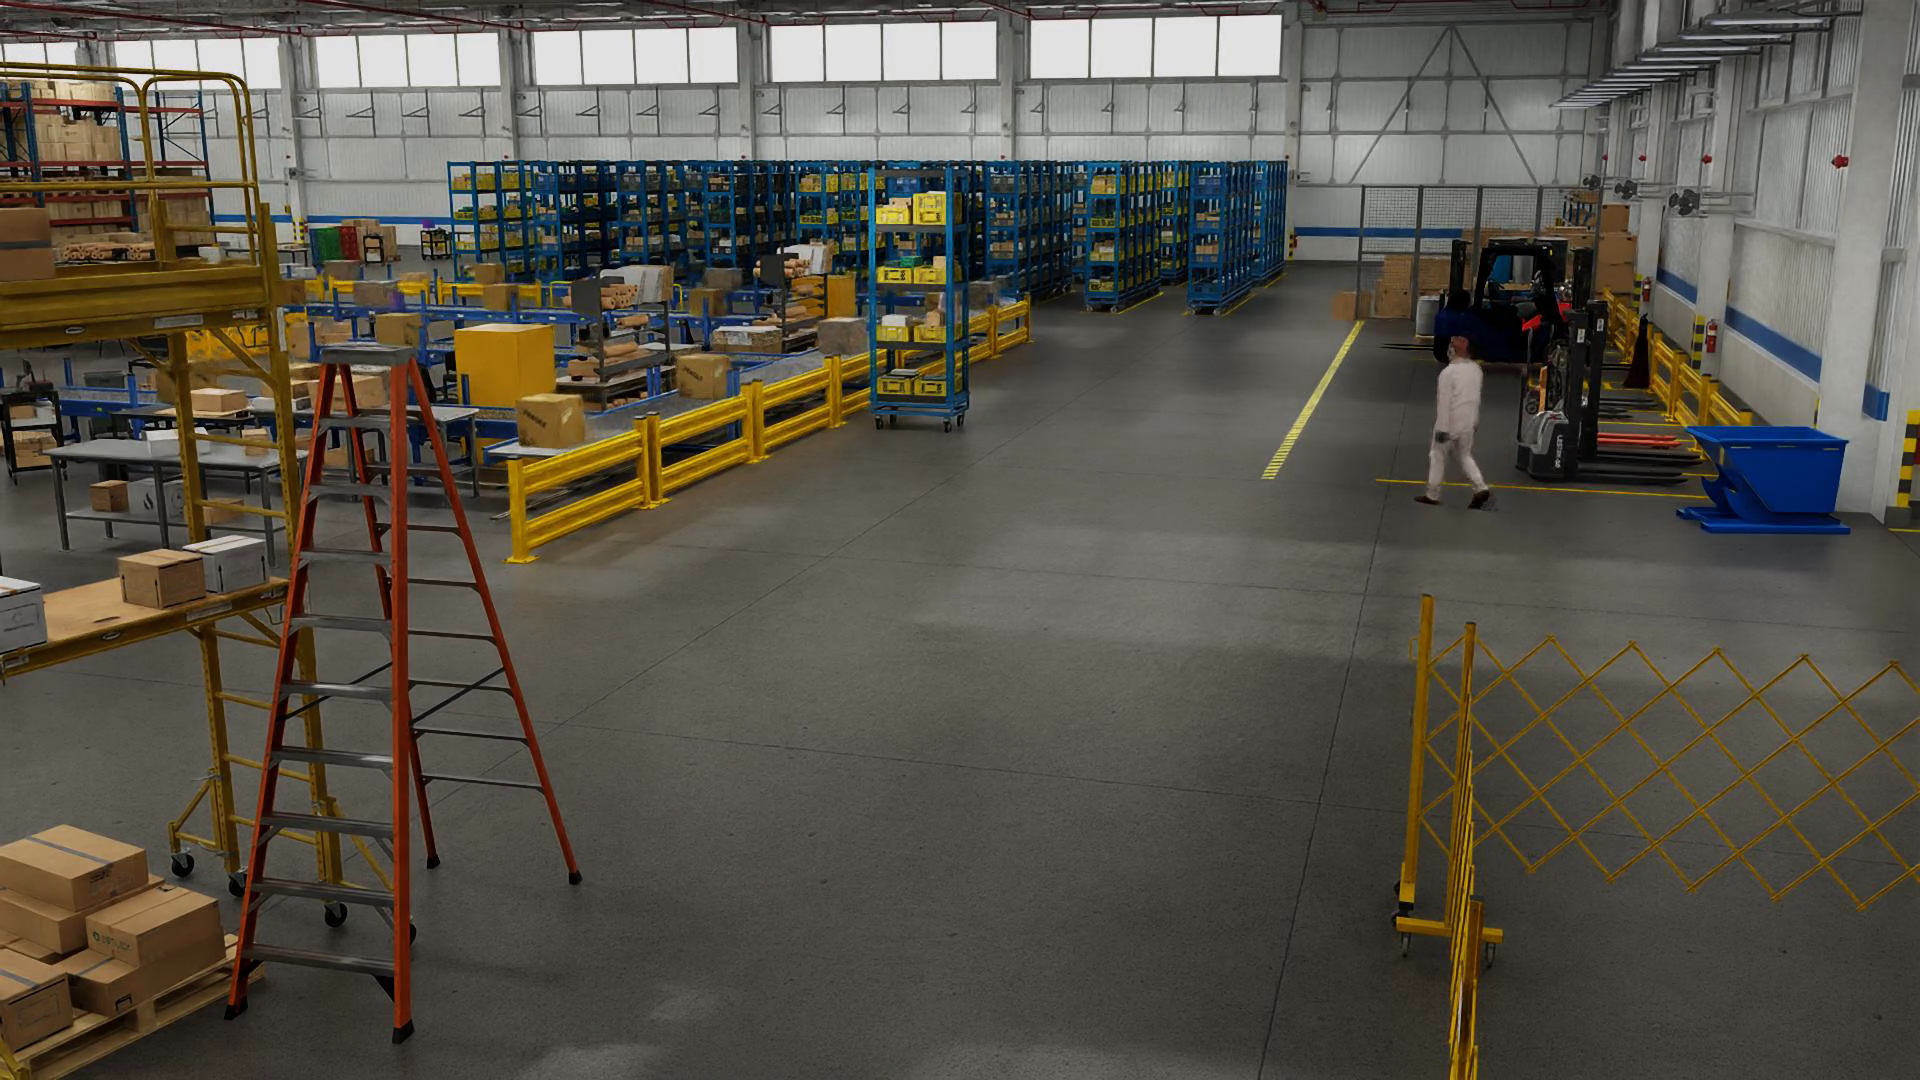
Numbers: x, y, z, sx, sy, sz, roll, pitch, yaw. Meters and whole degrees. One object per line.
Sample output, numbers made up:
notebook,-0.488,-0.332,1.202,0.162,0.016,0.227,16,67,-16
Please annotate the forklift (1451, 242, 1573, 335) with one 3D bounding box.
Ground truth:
forklift,10.464,-4.597,31.405,2.680,1.987,1.157,4,14,16

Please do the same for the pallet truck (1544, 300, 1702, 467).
pallet truck,8.263,-1.952,20.631,1.885,1.965,0.823,5,14,20

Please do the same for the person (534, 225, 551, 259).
person,-12.497,-8.751,50.230,0.820,1.891,0.675,-11,17,-40

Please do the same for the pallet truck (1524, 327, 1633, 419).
pallet truck,9.065,-2.460,24.370,1.522,1.261,0.704,3,13,14

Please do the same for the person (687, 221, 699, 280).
person,-8.159,-8.871,50.889,0.404,1.829,0.591,-4,14,-19

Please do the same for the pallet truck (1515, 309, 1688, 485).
pallet truck,7.554,-1.677,19.446,1.885,1.965,0.823,3,13,14

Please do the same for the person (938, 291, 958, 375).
person,-0.222,-3.536,27.366,0.364,2.048,0.608,-1,13,-2

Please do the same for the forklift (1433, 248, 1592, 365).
forklift,9.780,-4.111,29.280,2.680,1.987,1.157,3,13,14

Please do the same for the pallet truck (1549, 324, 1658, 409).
pallet truck,9.824,-2.669,25.407,1.601,1.201,0.680,4,14,16

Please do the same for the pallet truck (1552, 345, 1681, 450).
pallet truck,8.641,-1.896,21.908,1.630,1.274,0.653,4,14,16

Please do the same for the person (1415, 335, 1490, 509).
person,5.390,-1.263,17.947,0.689,1.878,0.803,-9,16,-33
